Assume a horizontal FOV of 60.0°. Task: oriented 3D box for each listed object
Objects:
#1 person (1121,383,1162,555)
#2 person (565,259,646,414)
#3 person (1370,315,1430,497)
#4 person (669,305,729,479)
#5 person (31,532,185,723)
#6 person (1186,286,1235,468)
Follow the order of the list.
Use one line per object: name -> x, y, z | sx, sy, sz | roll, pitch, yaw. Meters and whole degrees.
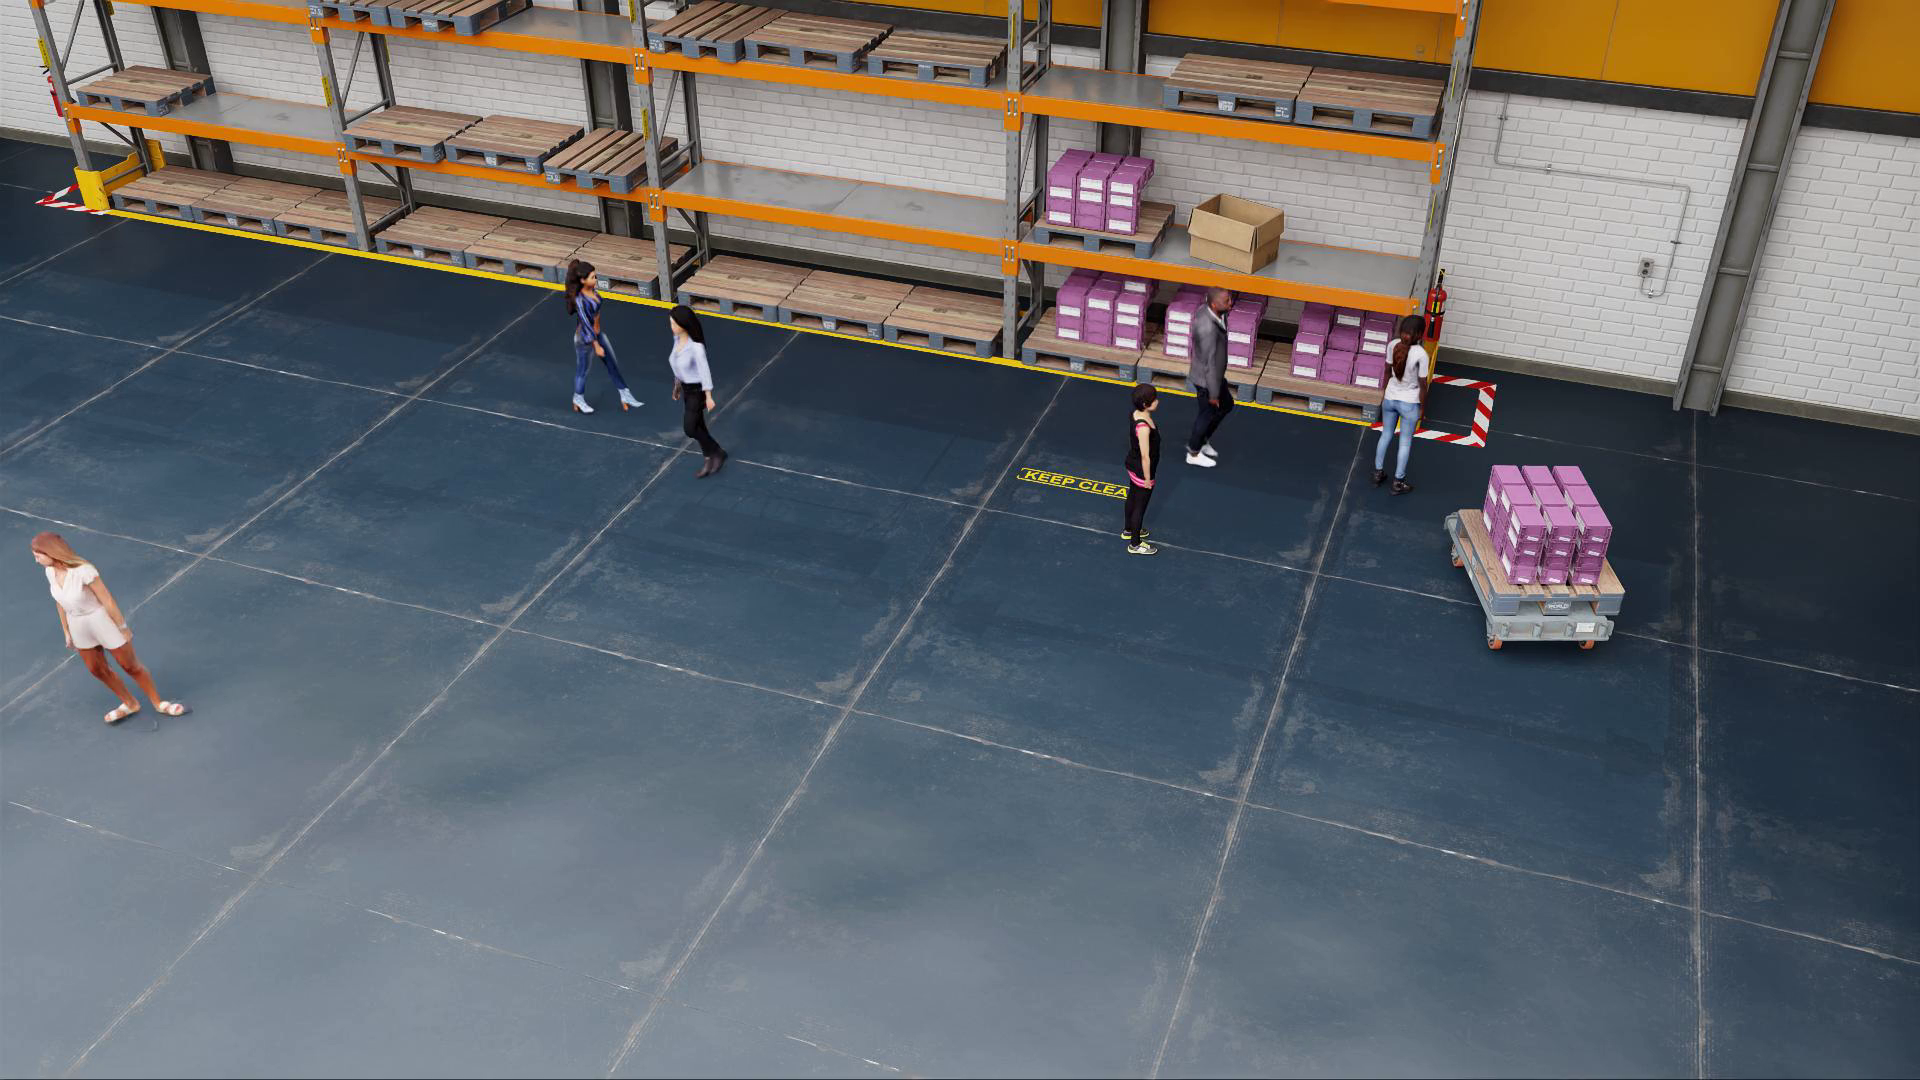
person -> 1.518, -0.619, 13.967 | 0.631, 1.553, 0.614 | -4, 34, -6
person -> -3.605, -1.900, 15.860 | 0.957, 1.589, 0.701 | 7, 34, 11
person -> 3.908, -1.209, 14.704 | 0.726, 1.719, 0.612 | -28, 42, -35
person -> -2.281, -1.339, 14.891 | 0.839, 1.729, 0.766 | -20, 39, -28
person -> -6.165, 0.631, 11.983 | 0.588, 1.667, 0.916 | -1, 34, -2
person -> 2.162, -1.474, 15.030 | 0.671, 1.799, 0.766 | 8, 34, 12
